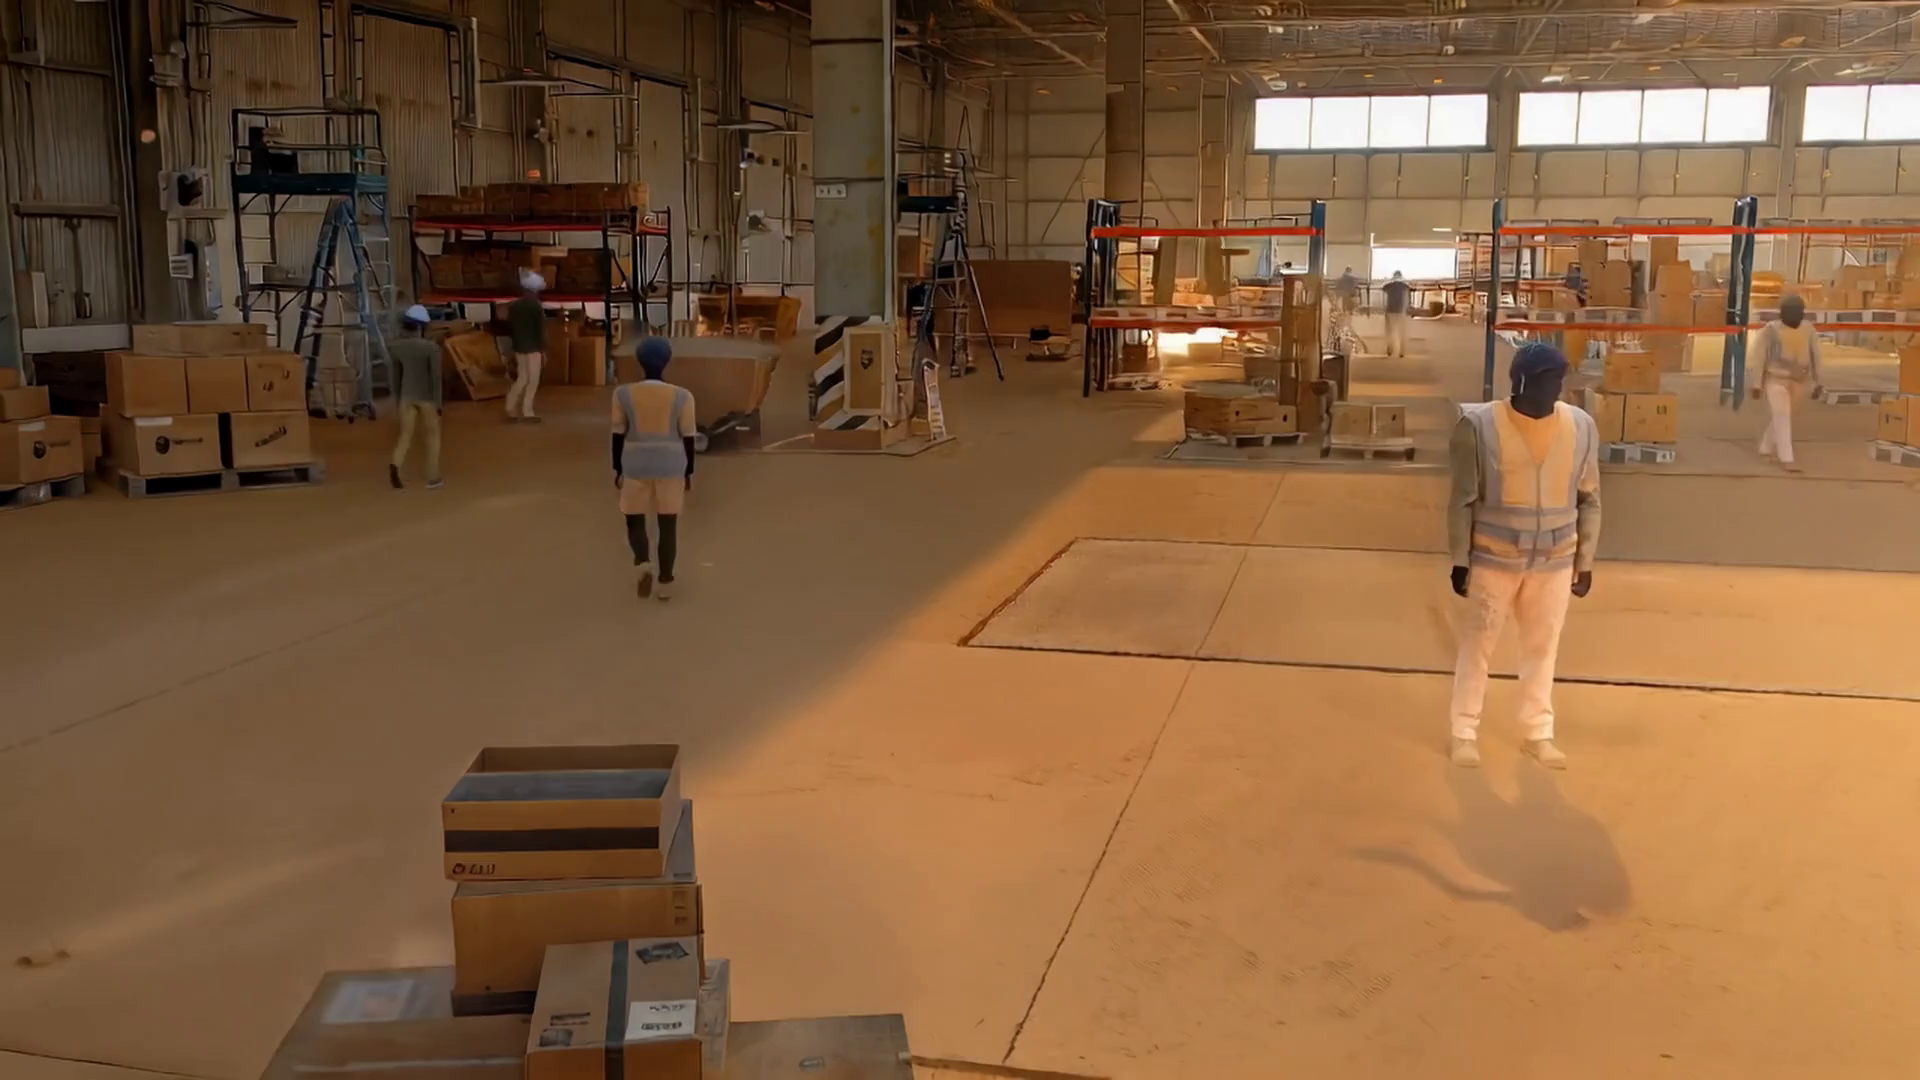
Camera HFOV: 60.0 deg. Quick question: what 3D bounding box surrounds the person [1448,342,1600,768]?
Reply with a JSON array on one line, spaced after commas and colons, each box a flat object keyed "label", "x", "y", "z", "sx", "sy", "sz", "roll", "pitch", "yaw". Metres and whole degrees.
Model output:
[{"label": "person", "x": 2.381, "y": 0.082, "z": 7.050, "sx": 0.639, "sy": 1.832, "sz": 0.431, "roll": 0, "pitch": 10, "yaw": 1}]

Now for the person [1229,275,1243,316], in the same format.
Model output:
[{"label": "person", "x": 8.611, "y": -7.472, "z": 52.045, "sx": 0.511, "sy": 1.641, "sz": 0.307, "roll": 6, "pitch": 11, "yaw": 30}]

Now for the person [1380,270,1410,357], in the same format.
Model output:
[{"label": "person", "x": 9.532, "y": -4.964, "z": 36.511, "sx": 0.676, "sy": 1.910, "sz": 0.602, "roll": 4, "pitch": 10, "yaw": 21}]

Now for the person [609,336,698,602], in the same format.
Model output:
[{"label": "person", "x": -1.922, "y": -0.437, "z": 10.469, "sx": 0.555, "sy": 1.684, "sz": 0.364, "roll": -2, "pitch": 10, "yaw": -12}]

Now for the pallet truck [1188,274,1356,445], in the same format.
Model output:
[{"label": "pallet truck", "x": 3.653, "y": -2.138, "z": 19.590, "sx": 1.885, "sy": 1.965, "sz": 0.823, "roll": -4, "pitch": 10, "yaw": -20}]

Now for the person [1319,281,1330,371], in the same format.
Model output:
[{"label": "person", "x": 6.884, "y": -4.088, "z": 31.846, "sx": 0.484, "sy": 1.737, "sz": 0.324, "roll": -4, "pitch": 10, "yaw": -23}]

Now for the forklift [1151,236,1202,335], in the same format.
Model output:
[{"label": "forklift", "x": 5.870, "y": -7.214, "z": 46.880, "sx": 1.873, "sy": 2.768, "sz": 1.129, "roll": 2, "pitch": 10, "yaw": 14}]

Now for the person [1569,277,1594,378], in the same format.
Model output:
[{"label": "person", "x": 11.227, "y": -3.833, "z": 30.052, "sx": 0.534, "sy": 1.830, "sz": 0.407, "roll": -4, "pitch": 10, "yaw": -23}]

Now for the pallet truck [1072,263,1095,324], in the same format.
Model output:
[{"label": "pallet truck", "x": 4.325, "y": -8.180, "z": 55.162, "sx": 0.823, "sy": 1.965, "sz": 1.885, "roll": 6, "pitch": 11, "yaw": 31}]

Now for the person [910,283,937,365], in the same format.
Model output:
[{"label": "person", "x": -0.708, "y": -4.345, "z": 32.912, "sx": 0.584, "sy": 1.883, "sz": 0.337, "roll": 7, "pitch": 12, "yaw": 34}]

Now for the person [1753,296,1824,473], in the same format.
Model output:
[{"label": "person", "x": 8.513, "y": -1.621, "z": 17.167, "sx": 0.639, "sy": 1.799, "sz": 0.977, "roll": -1, "pitch": 10, "yaw": -5}]

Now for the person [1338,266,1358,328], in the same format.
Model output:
[{"label": "person", "x": 11.878, "y": -7.442, "z": 51.038, "sx": 0.635, "sy": 1.922, "sz": 0.756, "roll": 5, "pitch": 11, "yaw": 28}]

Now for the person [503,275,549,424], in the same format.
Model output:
[{"label": "person", "x": -5.659, "y": -2.489, "z": 21.808, "sx": 0.745, "sy": 1.949, "sz": 0.467, "roll": 9, "pitch": 13, "yaw": 43}]

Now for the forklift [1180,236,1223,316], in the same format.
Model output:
[{"label": "forklift", "x": 7.692, "y": -7.837, "z": 50.548, "sx": 1.873, "sy": 2.768, "sz": 1.129, "roll": -1, "pitch": 10, "yaw": -5}]

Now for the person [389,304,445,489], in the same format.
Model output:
[{"label": "person", "x": -5.062, "y": -1.307, "z": 15.437, "sx": 0.529, "sy": 1.749, "sz": 0.641, "roll": 2, "pitch": 10, "yaw": 10}]

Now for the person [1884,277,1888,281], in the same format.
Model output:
[{"label": "person", "x": 28.471, "y": -7.441, "z": 51.208, "sx": 0.718, "sy": 1.868, "sz": 0.798, "roll": -6, "pitch": 11, "yaw": -30}]

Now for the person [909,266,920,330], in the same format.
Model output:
[{"label": "person", "x": -1.380, "y": -7.295, "z": 50.192, "sx": 0.501, "sy": 1.922, "sz": 0.641, "roll": 5, "pitch": 11, "yaw": 27}]
